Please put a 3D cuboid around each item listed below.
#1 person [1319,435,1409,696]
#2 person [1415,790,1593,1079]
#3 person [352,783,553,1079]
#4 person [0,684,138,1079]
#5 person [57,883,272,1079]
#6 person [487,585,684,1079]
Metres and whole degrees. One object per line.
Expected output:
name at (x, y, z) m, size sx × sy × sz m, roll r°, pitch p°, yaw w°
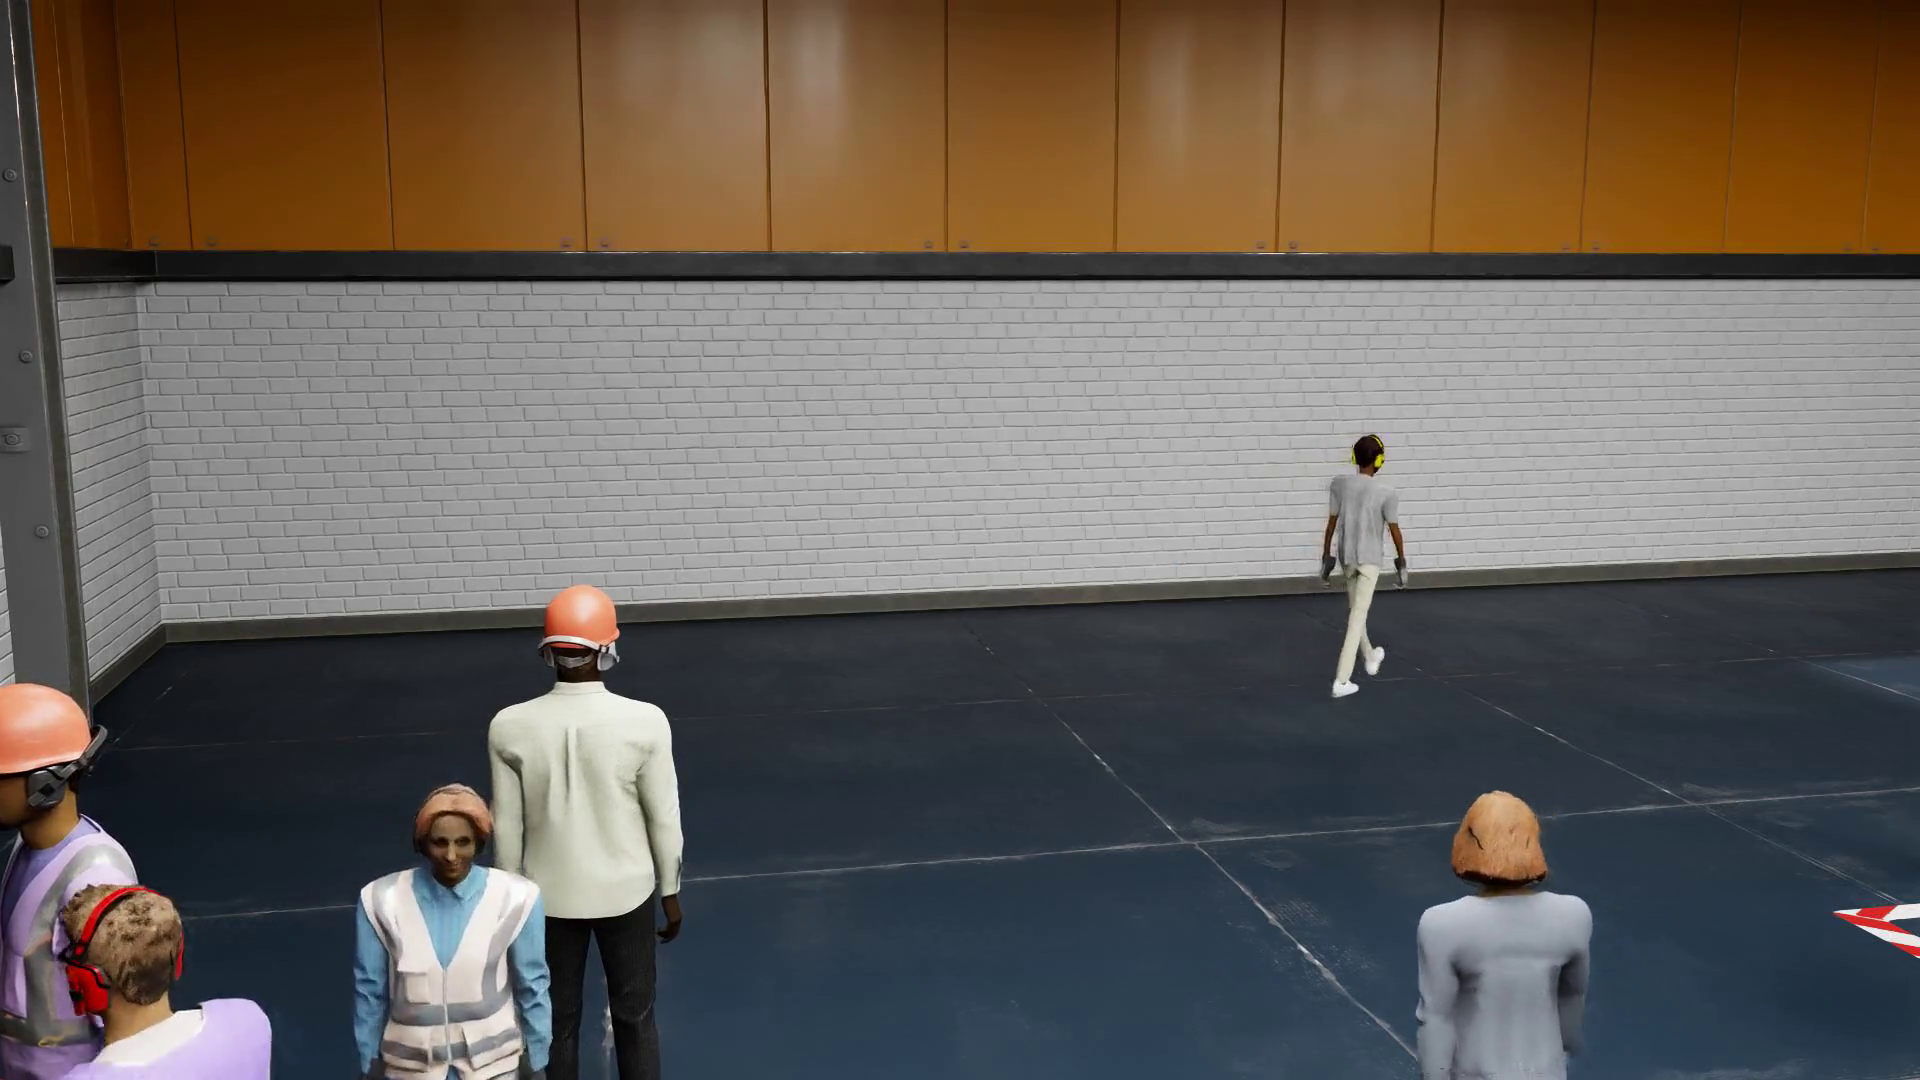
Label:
person at (2.916, 0.161, 11.853) m, size 0.562 × 1.817 × 0.963 m, roll 8°, pitch 12°, yaw 39°
person at (1.468, 1.467, 4.595) m, size 0.500 × 1.588 × 0.861 m, roll 0°, pitch 9°, yaw -1°
person at (-1.392, 1.448, 4.597) m, size 0.535 × 1.624 × 0.417 m, roll -2°, pitch 9°, yaw -11°
person at (-2.148, 1.341, 3.994) m, size 0.383 × 2.041 × 0.616 m, roll -8°, pitch 12°, yaw -42°
person at (-1.535, 1.568, 3.290) m, size 0.766 × 1.824 × 0.569 m, roll 4°, pitch 10°, yaw 22°
person at (-1.198, 1.133, 5.407) m, size 0.608 × 1.996 × 0.380 m, roll 0°, pitch 9°, yaw -2°
